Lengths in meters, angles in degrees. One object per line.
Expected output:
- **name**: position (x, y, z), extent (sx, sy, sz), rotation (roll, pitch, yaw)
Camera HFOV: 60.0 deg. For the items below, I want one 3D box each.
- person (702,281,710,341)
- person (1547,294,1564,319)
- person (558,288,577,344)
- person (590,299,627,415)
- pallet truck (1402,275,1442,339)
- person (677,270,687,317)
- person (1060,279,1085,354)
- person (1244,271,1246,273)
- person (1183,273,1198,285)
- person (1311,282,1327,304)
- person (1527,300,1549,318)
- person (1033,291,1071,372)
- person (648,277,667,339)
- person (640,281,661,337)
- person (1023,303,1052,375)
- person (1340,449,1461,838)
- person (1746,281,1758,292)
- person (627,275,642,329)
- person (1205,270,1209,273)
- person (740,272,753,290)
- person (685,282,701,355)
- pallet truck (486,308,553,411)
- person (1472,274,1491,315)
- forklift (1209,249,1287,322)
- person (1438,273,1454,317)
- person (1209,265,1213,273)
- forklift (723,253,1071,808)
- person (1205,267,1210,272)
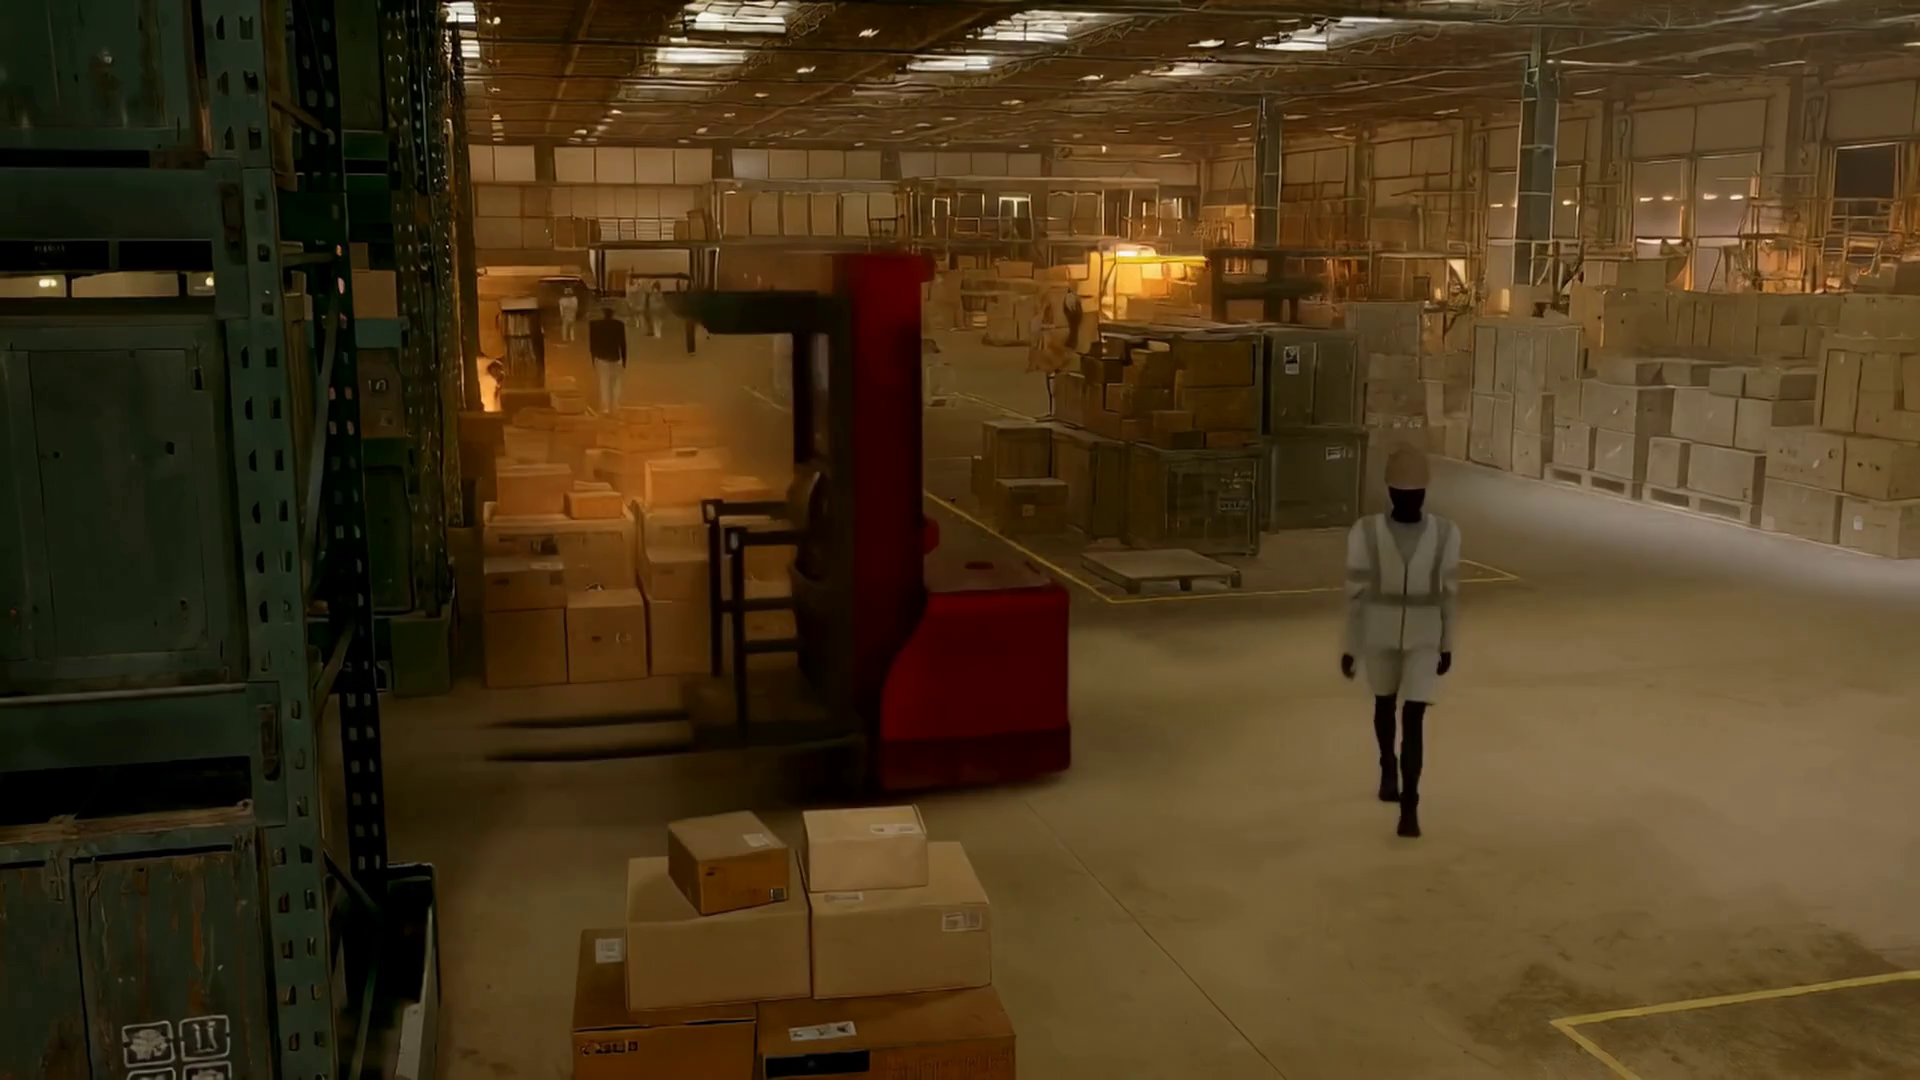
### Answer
- **person**: position (-7.754, -6.957, 50.597), extent (0.560, 1.818, 0.942), rotation (-1, 10, -7)
- **person**: position (12.064, -4.076, 34.033), extent (0.612, 1.895, 0.666), rotation (-3, 10, -16)
- **person**: position (-11.455, -6.528, 48.564), extent (0.532, 1.665, 0.793), rotation (-1, 10, -7)
- **person**: position (-6.052, -3.157, 28.659), extent (0.625, 1.948, 0.984), rotation (-1, 10, -8)
- **pallet truck**: position (14.620, -7.324, 52.145), extent (0.823, 1.965, 1.885), rotation (8, 13, 40)
- **person**: position (-11.324, -10.035, 67.727), extent (0.391, 1.918, 0.593), rotation (4, 11, 21)
- **person**: position (3.018, -5.954, 44.265), extent (0.617, 2.000, 0.706), rotation (0, 10, 3)
- **person**: position (10.917, -9.323, 63.634), extent (0.551, 1.934, 0.373), rotation (-9, 13, -42)
- **person**: position (8.329, -8.628, 59.795), extent (0.625, 1.909, 0.759), rotation (-2, 10, -11)
- **person**: position (11.920, -7.730, 55.325), extent (0.535, 1.694, 0.321), rotation (5, 11, 26)
- **person**: position (10.272, -3.308, 29.636), extent (0.722, 1.910, 0.614), rotation (-4, 11, -22)
- **person**: position (2.072, -4.777, 38.148), extent (0.928, 1.855, 0.579), rotation (-1, 10, -4)
- **person**: position (-9.483, -7.261, 52.060), extent (0.546, 1.915, 0.884), rotation (-4, 11, -20)
- **person**: position (-9.821, -7.326, 52.763), extent (0.538, 1.791, 0.648), rotation (5, 11, 27)
- **person**: position (1.736, -4.511, 37.267), extent (0.611, 1.622, 0.525), rotation (0, 10, -2)
- **person**: position (2.180, 0.484, 8.263), extent (0.563, 1.879, 1.012), rotation (2, 10, 12)
- **person**: position (27.317, -8.210, 57.364), extent (0.590, 1.926, 0.388), rotation (-8, 13, -38)
- **person**: position (-11.438, -8.400, 58.586), extent (0.549, 1.886, 0.994), rotation (0, 10, 1)
- **person**: position (12.146, -12.405, 81.760), extent (0.529, 1.714, 0.325), rotation (-5, 11, -26)
- **person**: position (-9.364, -10.866, 72.942), extent (0.528, 1.742, 0.758), rotation (-1, 10, -8)
- **person**: position (-7.122, -5.862, 44.090), extent (0.391, 1.920, 0.593), rotation (3, 10, 17)
- **pallet truck**: position (-6.242, -2.418, 24.362), extent (0.823, 1.965, 1.885), rotation (1, 10, 3)
- **person**: position (19.565, -9.054, 62.420), extent (0.663, 1.822, 0.627), rotation (3, 11, 19)
- **forklift**: position (3.633, -2.310, 21.254), extent (1.129, 2.768, 1.873), rotation (-3, 10, -15)
- **person**: position (19.892, -10.065, 68.105), extent (0.633, 1.842, 0.429), rotation (5, 11, 25)
- **person**: position (12.472, -12.581, 82.055), extent (0.614, 1.945, 0.402), rotation (-1, 10, -8)
- **forklift**: position (-0.420, -0.135, 8.936), extent (1.873, 2.768, 1.129), rotation (-3, 10, -15)
- **person**: position (12.192, -12.537, 82.056), extent (0.640, 1.858, 0.689), rotation (6, 12, 30)
